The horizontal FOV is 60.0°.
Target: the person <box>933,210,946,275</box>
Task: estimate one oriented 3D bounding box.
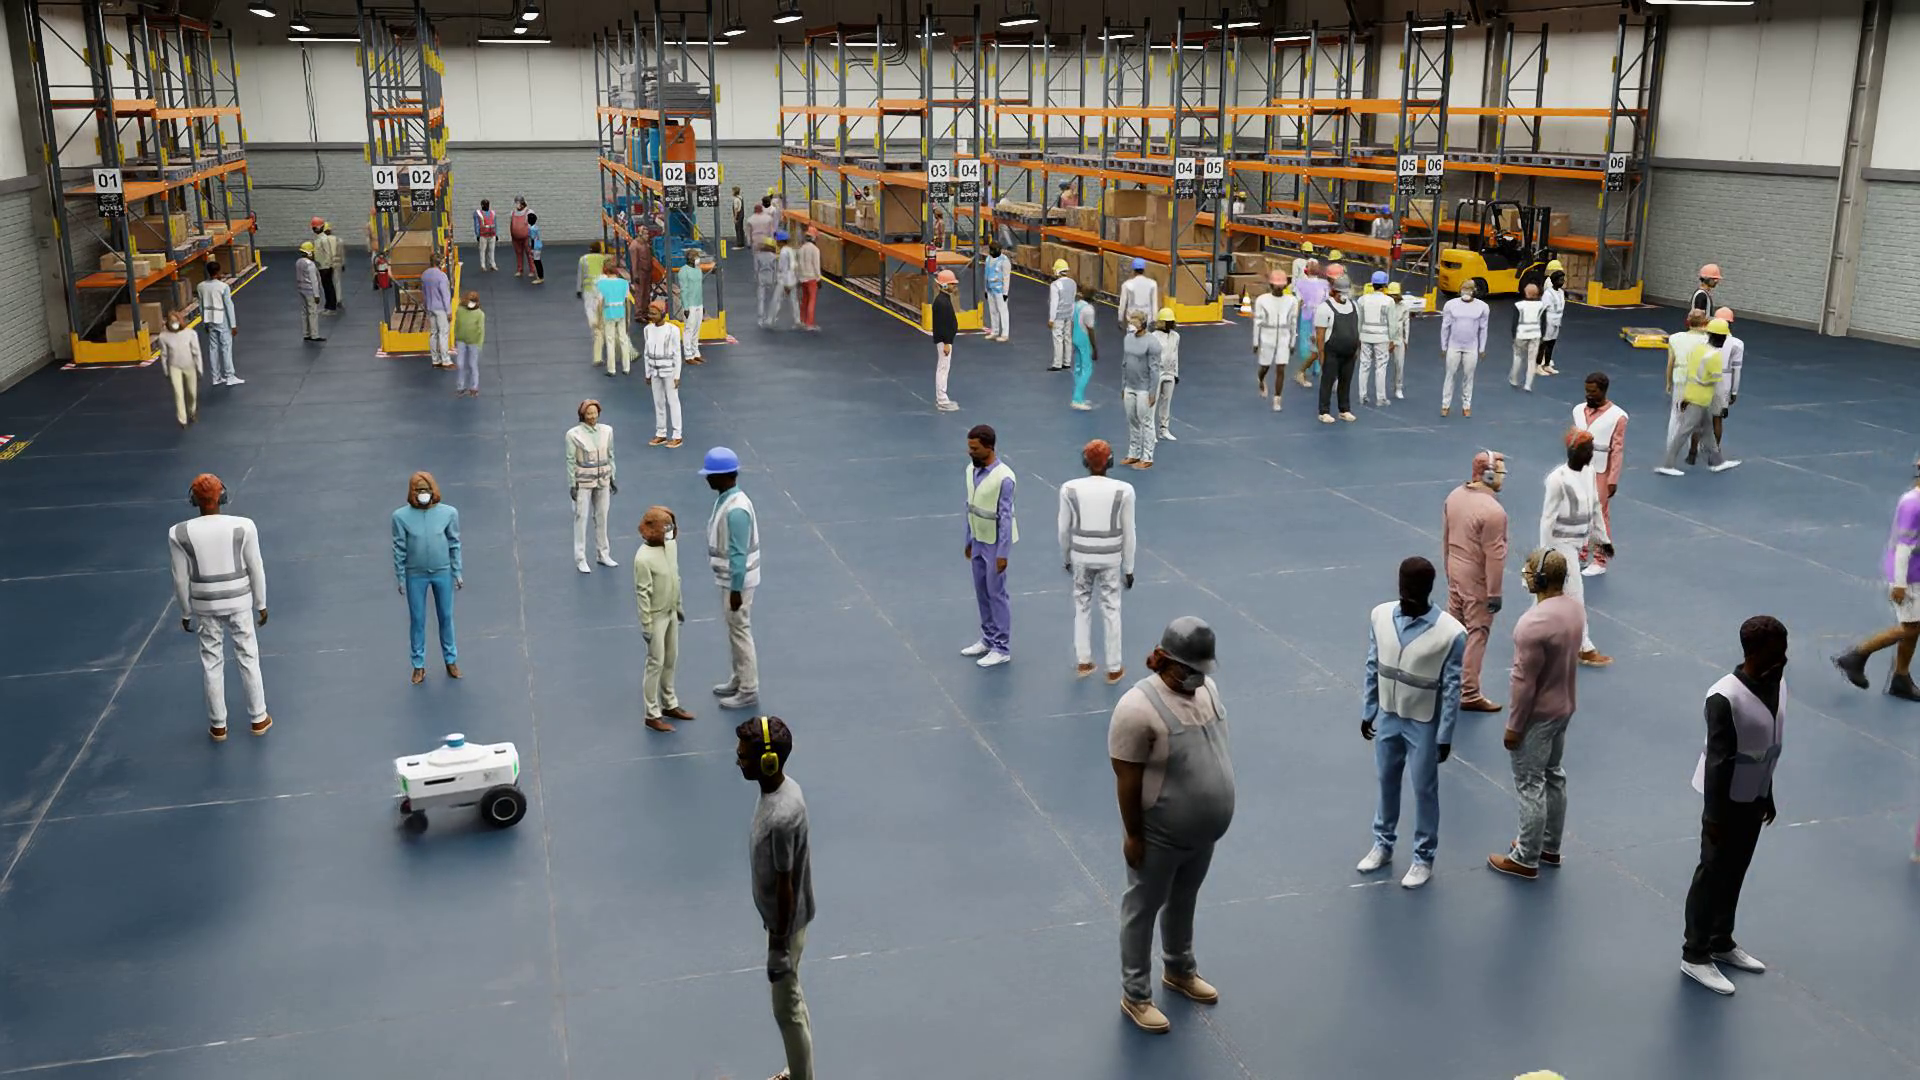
[{"bbox_3d":[-0.523,-7.516,42.013,0.318,1.631,0.513,-5,16,-17],"label":"person"}]

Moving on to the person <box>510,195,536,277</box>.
[{"bbox_3d":[-10.923,-7.581,41.463,0.684,2.000,0.535,3,15,13],"label":"person"}]

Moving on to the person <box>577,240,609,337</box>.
[{"bbox_3d":[-6.745,-4.624,30.797,0.647,1.810,0.693,-4,15,-15],"label":"person"}]

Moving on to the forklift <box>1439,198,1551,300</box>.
[{"bbox_3d":[11.913,-6.508,37.130,2.313,2.155,1.214,-4,15,-15],"label":"forklift"}]

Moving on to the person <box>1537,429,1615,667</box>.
[{"bbox_3d":[4.888,0.032,13.209,0.582,1.846,0.854,-13,20,-41],"label":"person"}]

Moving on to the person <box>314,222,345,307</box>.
[{"bbox_3d":[-13.443,-5.877,35.542,0.593,1.795,0.908,-7,16,-23],"label":"person"}]

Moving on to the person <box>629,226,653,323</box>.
[{"bbox_3d":[-6.304,-5.285,33.115,0.401,1.896,0.650,5,16,19],"label":"person"}]

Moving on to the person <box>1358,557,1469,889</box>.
[{"bbox_3d":[2.554,1.006,9.402,0.390,1.912,0.591,-14,20,-42],"label":"person"}]

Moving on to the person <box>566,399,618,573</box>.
[{"bbox_3d":[-3.464,-0.524,15.674,0.514,1.641,0.315,-14,20,-42],"label":"person"}]

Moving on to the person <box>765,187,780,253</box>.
[{"bbox_3d":[-5.492,-9.183,47.801,0.669,1.887,0.649,-4,15,-14],"label":"person"}]

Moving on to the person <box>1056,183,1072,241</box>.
[{"bbox_3d":[3.334,-10.238,51.927,0.703,1.803,0.470,-5,16,-20],"label":"person"}]

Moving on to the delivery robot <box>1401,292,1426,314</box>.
[{"bbox_3d":[9.012,-4.750,33.481,0.707,0.478,0.477,-4,15,-15],"label":"delivery robot"}]

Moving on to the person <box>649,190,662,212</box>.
[{"bbox_3d":[-8.398,-8.756,46.128,0.398,1.917,0.594,-14,20,-42],"label":"person"}]

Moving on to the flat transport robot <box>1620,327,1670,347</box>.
[{"bbox_3d":[12.479,-3.695,30.232,0.652,0.197,1.431,3,15,10],"label":"flat transport robot"}]

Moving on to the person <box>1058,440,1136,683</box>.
[{"bbox_3d":[1.042,0.169,12.679,0.595,1.864,0.459,2,15,9],"label":"person"}]

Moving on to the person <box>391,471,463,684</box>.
[{"bbox_3d":[-4.045,0.275,12.678,0.499,1.635,0.287,-7,16,-23],"label":"person"}]

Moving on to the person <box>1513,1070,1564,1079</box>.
[{"bbox_3d":[1.550,2.319,4.759,0.538,1.741,0.364,8,17,27],"label":"person"}]

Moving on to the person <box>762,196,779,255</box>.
[{"bbox_3d":[-5.108,-8.205,44.193,0.634,1.841,0.429,11,19,36],"label":"person"}]

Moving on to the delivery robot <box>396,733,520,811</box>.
[{"bbox_3d":[-3.085,1.431,10.219,0.707,0.478,0.477,-6,16,-22],"label":"delivery robot"}]

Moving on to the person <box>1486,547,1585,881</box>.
[{"bbox_3d":[3.299,0.985,9.456,0.371,1.932,0.623,13,20,40],"label":"person"}]

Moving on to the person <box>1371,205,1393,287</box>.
[{"bbox_3d":[10.027,-6.966,39.366,0.625,1.926,0.660,2,15,8],"label":"person"}]

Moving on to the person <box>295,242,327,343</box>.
[{"bbox_3d":[-11.863,-4.517,30.362,0.591,1.824,0.404,13,20,40],"label":"person"}]

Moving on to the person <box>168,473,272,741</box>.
[{"bbox_3d":[-5.094,0.465,11.498,0.575,1.879,0.355,-6,16,-21],"label":"person"}]

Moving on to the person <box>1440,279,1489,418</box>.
[{"bbox_3d":[7.017,-2.671,23.198,0.627,1.933,0.372,4,15,14],"label":"person"}]

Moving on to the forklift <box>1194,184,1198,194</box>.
[{"bbox_3d":[7.392,-11.333,53.972,1.873,2.768,1.129,-4,15,-15],"label":"forklift"}]

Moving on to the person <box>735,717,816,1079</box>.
[{"bbox_3d":[-0.785,1.636,7.138,0.328,1.861,0.503,-3,15,-12],"label":"person"}]

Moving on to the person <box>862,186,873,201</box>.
[{"bbox_3d":[-2.714,-9.532,49.168,0.504,1.859,0.337,11,19,36],"label":"person"}]

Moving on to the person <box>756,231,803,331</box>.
[{"bbox_3d":[-3.452,-4.945,31.795,0.937,1.900,0.619,4,15,13],"label":"person"}]

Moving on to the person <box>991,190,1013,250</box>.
[{"bbox_3d":[1.242,-9.435,49.004,0.917,1.764,0.601,11,18,36],"label":"person"}]

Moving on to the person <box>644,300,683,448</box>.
[{"bbox_3d":[-3.793,-2.118,21.225,0.574,1.880,0.357,8,17,29],"label":"person"}]

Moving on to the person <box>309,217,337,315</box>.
[{"bbox_3d":[-13.086,-5.625,34.198,0.392,1.991,0.613,-9,17,-31],"label":"person"}]

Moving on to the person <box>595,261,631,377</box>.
[{"bbox_3d":[-5.531,-3.533,26.604,0.567,1.844,0.377,-10,18,-32],"label":"person"}]

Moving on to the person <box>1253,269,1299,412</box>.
[{"bbox_3d":[4.496,-2.882,23.810,0.616,2.027,0.745,0,15,1],"label":"person"}]

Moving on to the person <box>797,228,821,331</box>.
[{"bbox_3d":[-2.939,-5.065,32.219,0.573,1.943,0.802,-11,19,-37],"label":"person"}]

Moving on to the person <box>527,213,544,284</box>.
[{"bbox_3d":[-10.205,-7.001,39.958,0.322,1.691,0.533,-1,15,-4],"label":"person"}]

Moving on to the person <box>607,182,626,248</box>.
[{"bbox_3d":[-10.062,-9.531,48.925,0.628,1.974,0.716,0,15,1],"label":"person"}]

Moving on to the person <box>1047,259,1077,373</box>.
[{"bbox_3d":[1.628,-3.636,27.017,0.404,1.830,0.602,13,19,39],"label":"person"}]

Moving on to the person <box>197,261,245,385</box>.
[{"bbox_3d":[-11.517,-3.365,25.834,0.598,1.916,0.378,4,15,16],"label":"person"}]

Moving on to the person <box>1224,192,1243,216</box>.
[{"bbox_3d":[7.551,-8.710,46.085,0.563,1.862,1.082,1,15,3],"label":"person"}]

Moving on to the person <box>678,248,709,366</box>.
[{"bbox_3d":[-4.461,-3.900,27.809,0.372,1.940,0.630,5,16,18],"label":"person"}]
